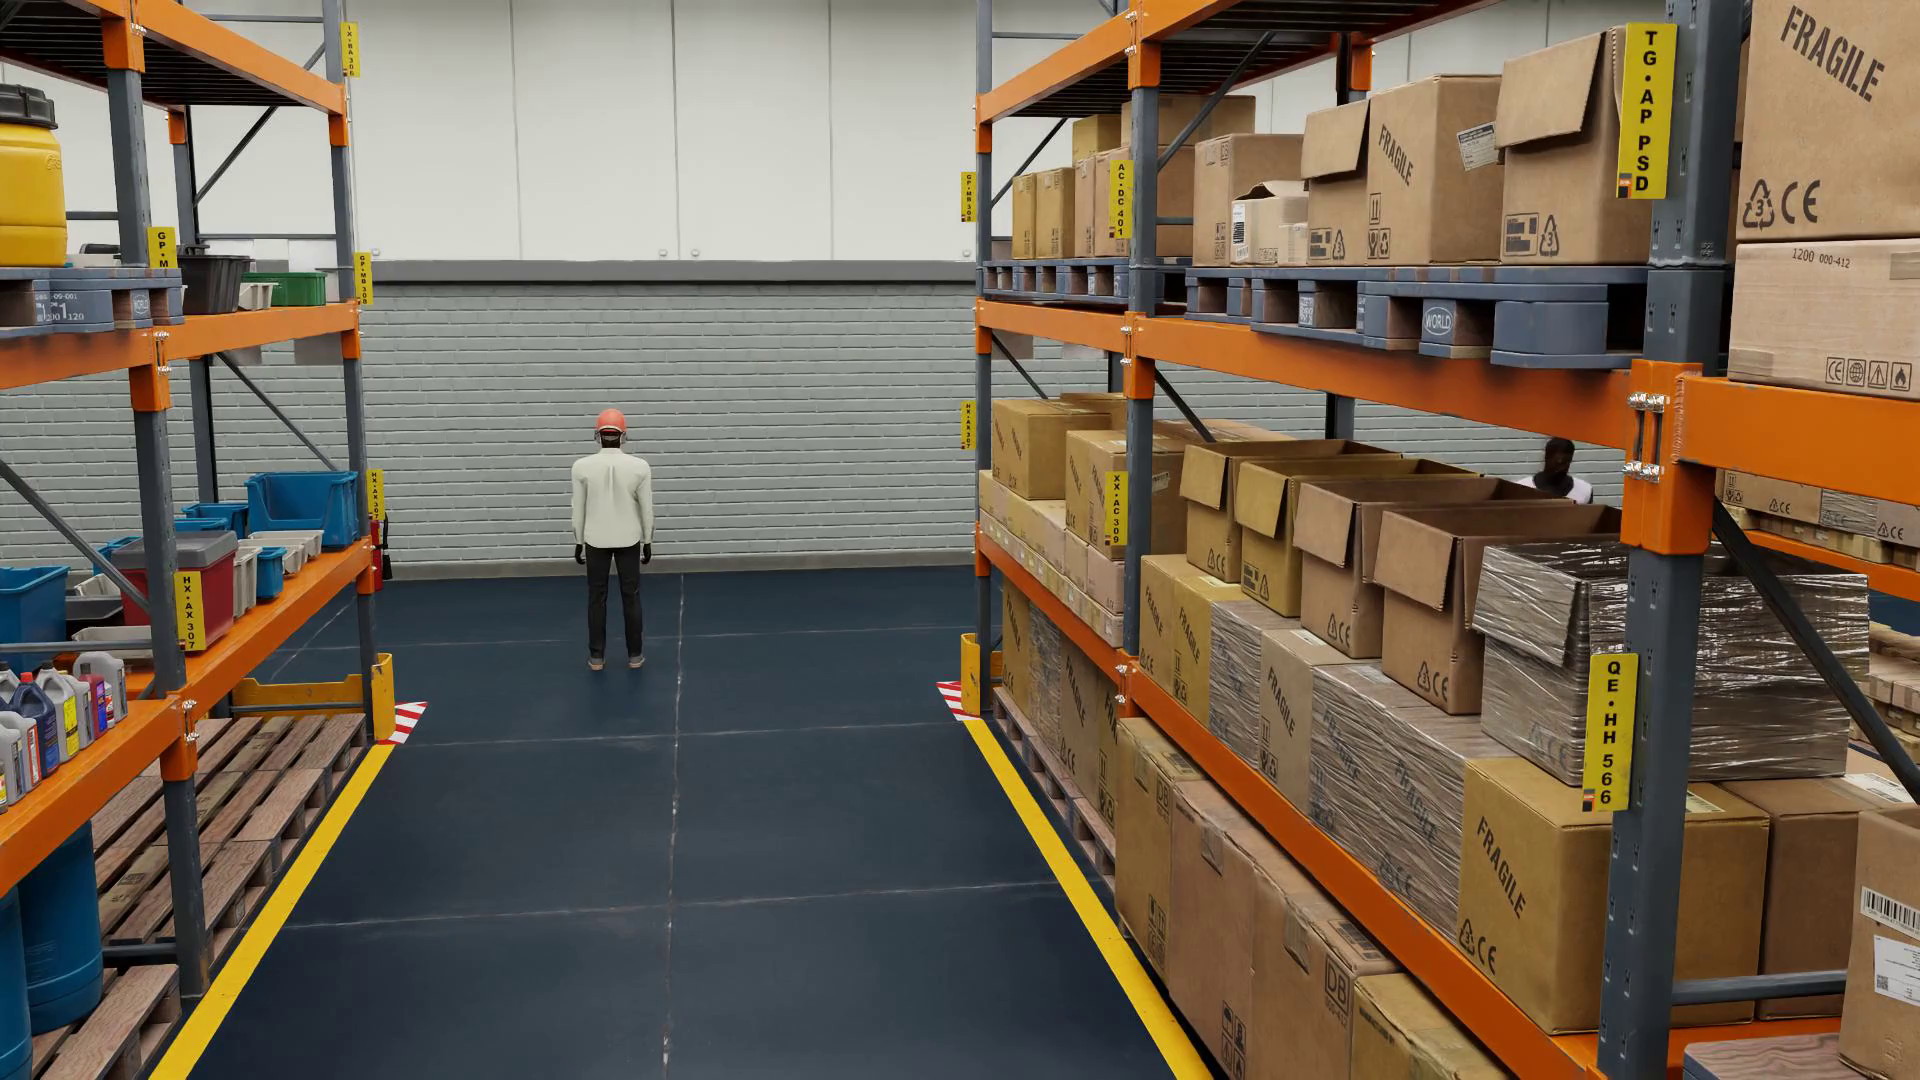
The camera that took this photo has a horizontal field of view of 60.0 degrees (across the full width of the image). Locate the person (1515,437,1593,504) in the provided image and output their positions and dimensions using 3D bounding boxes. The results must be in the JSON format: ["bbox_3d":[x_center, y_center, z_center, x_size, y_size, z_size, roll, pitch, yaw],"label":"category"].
[{"bbox_3d":[4.217,0.168,12.016,0.607,1.876,0.902,1,9,6],"label":"person"}]

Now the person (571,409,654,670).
[{"bbox_3d":[-2.642,-0.003,12.683,0.613,1.988,0.402,-2,9,-14],"label":"person"}]
